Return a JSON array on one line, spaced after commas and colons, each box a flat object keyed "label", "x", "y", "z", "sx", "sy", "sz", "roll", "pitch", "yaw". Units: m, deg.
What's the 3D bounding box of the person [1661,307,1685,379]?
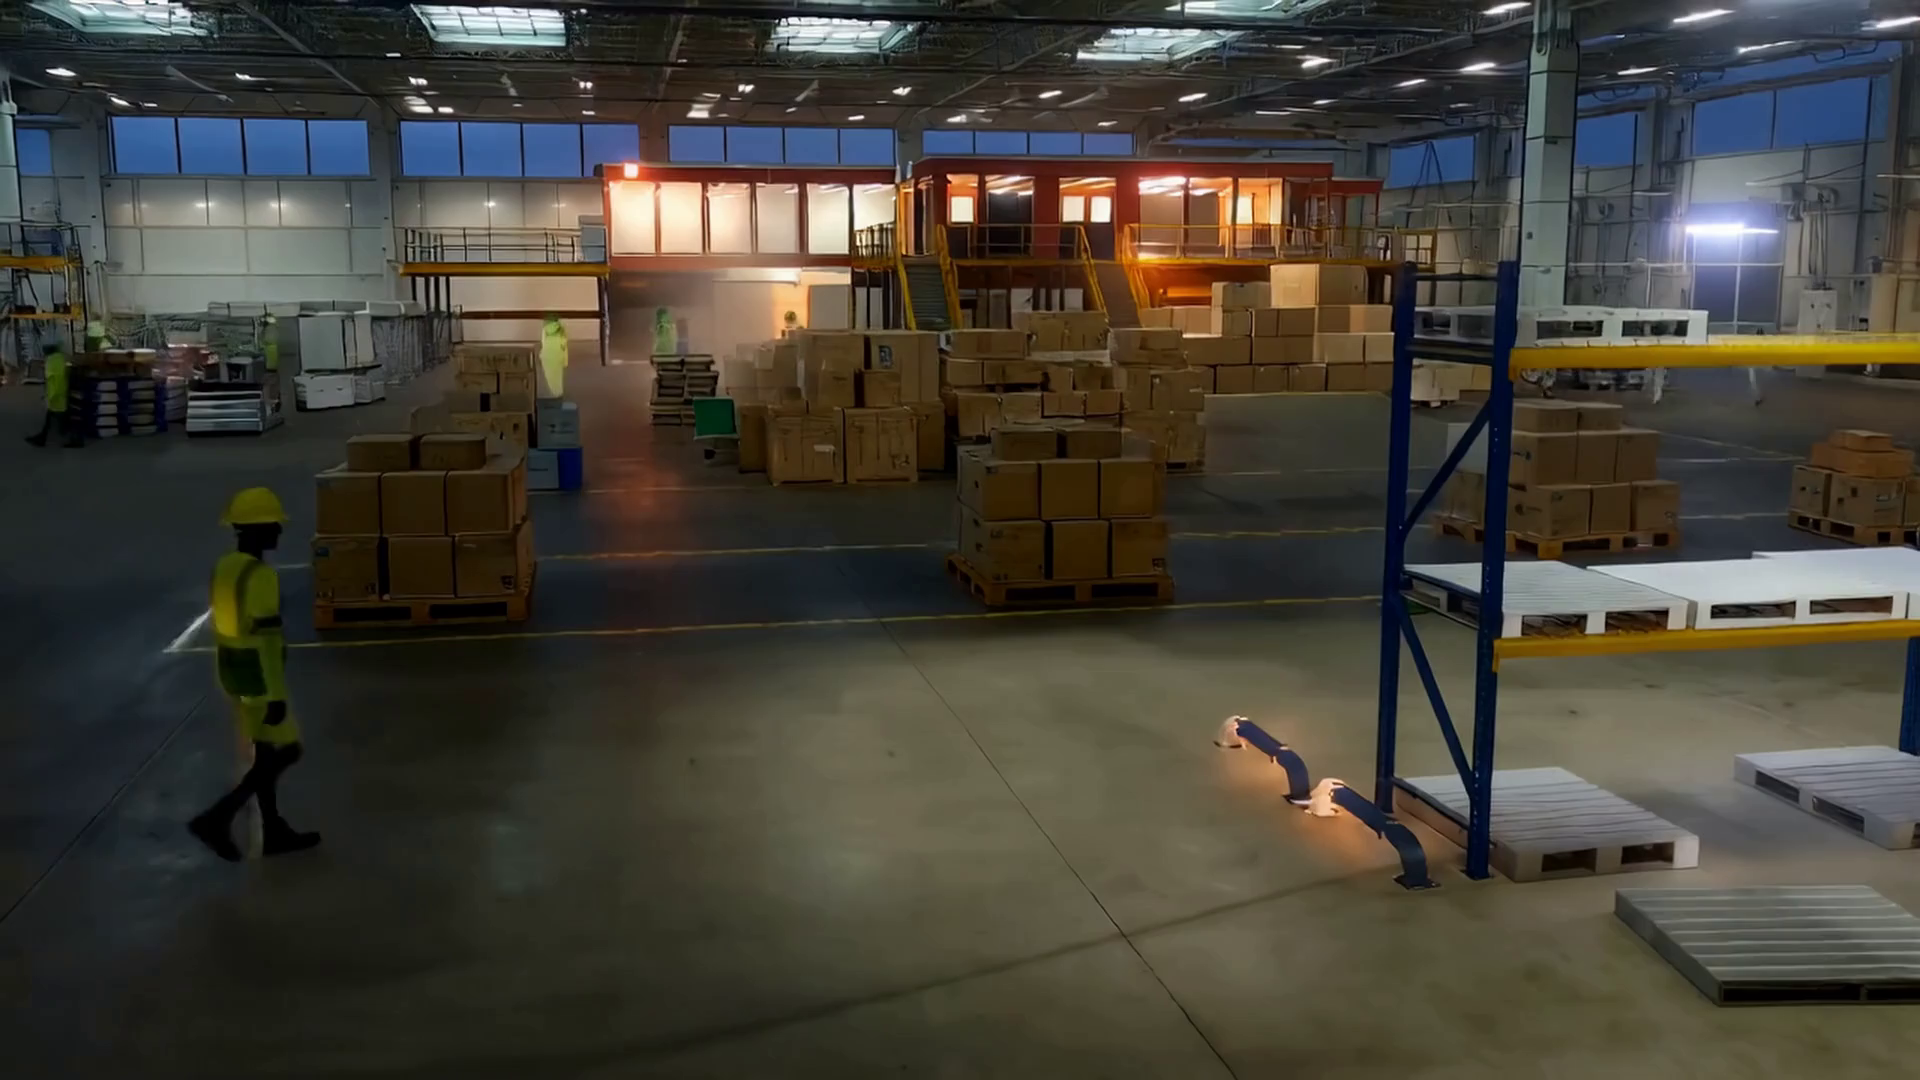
[{"label": "person", "x": 18.892, "y": -5.222, "z": 44.318, "sx": 1.034, "sy": 1.929, "sz": 0.605, "roll": 2, "pitch": 9, "yaw": 11}]

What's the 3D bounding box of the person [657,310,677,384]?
[{"label": "person", "x": -7.496, "y": -4.903, "z": 42.441, "sx": 0.584, "sy": 1.917, "sz": 0.385, "roll": 4, "pitch": 10, "yaw": 24}]

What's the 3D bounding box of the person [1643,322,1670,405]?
[{"label": "person", "x": 15.275, "y": -3.869, "z": 36.430, "sx": 0.639, "sy": 1.829, "sz": 0.581, "roll": 8, "pitch": 12, "yaw": 40}]

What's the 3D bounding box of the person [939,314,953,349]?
[{"label": "person", "x": -0.284, "y": -4.483, "z": 39.947, "sx": 0.976, "sy": 1.901, "sz": 0.639, "roll": -7, "pitch": 11, "yaw": -35}]

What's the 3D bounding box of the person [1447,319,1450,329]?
[{"label": "person", "x": 13.578, "y": -5.463, "z": 45.751, "sx": 0.384, "sy": 1.951, "sz": 0.605, "roll": -4, "pitch": 10, "yaw": -25}]

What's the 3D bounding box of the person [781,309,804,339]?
[{"label": "person", "x": -3.951, "y": -4.398, "z": 38.994, "sx": 0.626, "sy": 2.044, "sz": 0.402, "roll": -6, "pitch": 11, "yaw": -34}]

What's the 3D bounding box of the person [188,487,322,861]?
[{"label": "person", "x": -3.572, "y": 0.695, "z": 8.327, "sx": 0.562, "sy": 1.918, "sz": 0.578, "roll": 9, "pitch": 13, "yaw": 43}]

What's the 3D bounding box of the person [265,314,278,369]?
[{"label": "person", "x": -18.940, "y": -5.363, "z": 45.823, "sx": 0.436, "sy": 1.722, "sz": 0.661, "roll": 0, "pitch": 9, "yaw": 3}]

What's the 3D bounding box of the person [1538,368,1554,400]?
[{"label": "person", "x": 11.808, "y": -3.336, "z": 33.555, "sx": 0.317, "sy": 1.695, "sz": 0.540, "roll": 2, "pitch": 10, "yaw": 12}]

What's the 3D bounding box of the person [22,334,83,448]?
[{"label": "person", "x": -15.136, "y": -2.459, "z": 27.625, "sx": 0.963, "sy": 1.891, "sz": 0.549, "roll": -3, "pitch": 10, "yaw": -17}]

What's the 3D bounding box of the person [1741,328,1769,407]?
[{"label": "person", "x": 17.153, "y": -3.711, "z": 35.824, "sx": 0.525, "sy": 1.688, "sz": 0.921, "roll": -1, "pitch": 9, "yaw": -6}]

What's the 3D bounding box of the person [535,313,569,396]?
[{"label": "person", "x": -8.948, "y": -3.962, "z": 36.323, "sx": 0.695, "sy": 2.000, "sz": 0.920, "roll": 0, "pitch": 9, "yaw": 1}]

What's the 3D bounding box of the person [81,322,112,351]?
[{"label": "person", "x": -18.119, "y": -3.633, "z": 34.871, "sx": 0.596, "sy": 1.851, "sz": 0.792, "roll": -2, "pitch": 9, "yaw": -10}]
